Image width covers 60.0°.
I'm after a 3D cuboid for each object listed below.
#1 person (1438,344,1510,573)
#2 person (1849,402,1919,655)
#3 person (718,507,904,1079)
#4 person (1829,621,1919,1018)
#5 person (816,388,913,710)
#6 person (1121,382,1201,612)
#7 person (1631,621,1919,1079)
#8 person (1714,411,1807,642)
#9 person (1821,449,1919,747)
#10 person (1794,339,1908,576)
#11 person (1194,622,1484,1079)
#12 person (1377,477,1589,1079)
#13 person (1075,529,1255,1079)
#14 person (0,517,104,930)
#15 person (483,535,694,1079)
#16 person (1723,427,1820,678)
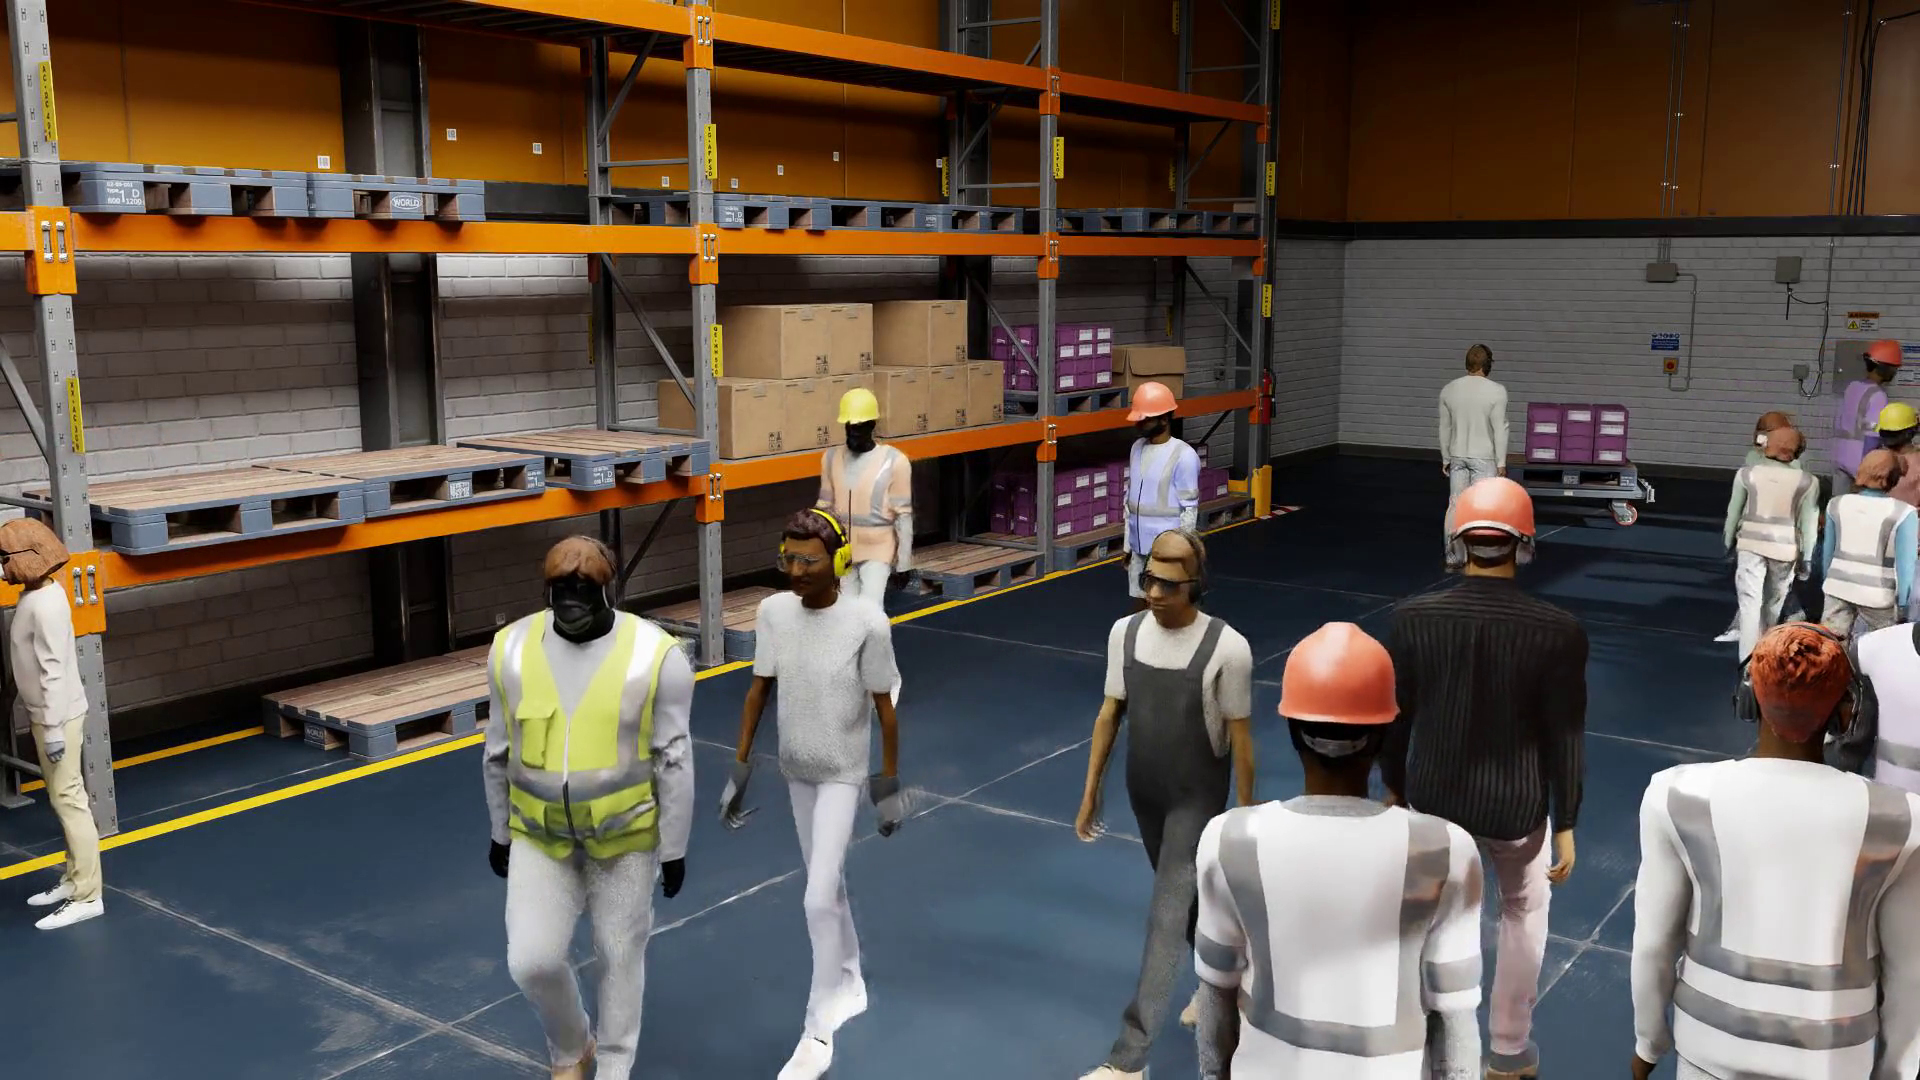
[{"bbox_3d":[4.289,-0.663,13.890,0.372,1.940,0.627,-9,13,-42],"label":"person"},{"bbox_3d":[5.913,-0.004,10.558,0.728,1.725,0.551,-4,10,-24],"label":"person"},{"bbox_3d":[-0.523,0.813,5.419,0.542,1.838,0.823,6,11,32],"label":"person"},{"bbox_3d":[2.868,0.891,4.865,0.620,1.860,1.019,6,11,31],"label":"person"},{"bbox_3d":[-0.563,0.083,9.547,0.588,1.910,0.412,6,11,33],"label":"person"},{"bbox_3d":[1.135,0.041,9.732,0.375,1.927,0.543,-7,12,-36],"label":"person"},{"bbox_3d":[1.730,1.101,3.557,0.574,1.882,0.356,4,10,24],"label":"person"},{"bbox_3d":[5.636,-0.100,11.559,0.817,1.606,0.501,-2,10,-11],"label":"person"},{"bbox_3d":[4.880,0.317,8.969,0.519,1.618,0.544,-7,12,-35],"label":"person"},{"bbox_3d":[7.217,-0.625,13.521,0.909,2.008,0.639,0,10,0],"label":"person"},{"bbox_3d":[0.740,1.115,3.317,0.556,1.924,0.475,3,10,16],"label":"person"},{"bbox_3d":[1.628,0.781,5.174,0.643,1.965,0.756,5,11,30],"label":"person"},{"bbox_3d":[0.675,0.837,5.407,0.544,1.792,0.996,9,13,41],"label":"person"},{"bbox_3d":[-3.621,0.716,6.612,0.277,1.628,0.500,-6,11,-32],"label":"person"},{"bbox_3d":[-1.113,0.887,4.982,0.657,1.828,0.454,0,10,2],"label":"person"},{"bbox_3d":[5.082,0.084,10.458,0.532,1.591,0.861,5,11,25],"label":"person"}]
